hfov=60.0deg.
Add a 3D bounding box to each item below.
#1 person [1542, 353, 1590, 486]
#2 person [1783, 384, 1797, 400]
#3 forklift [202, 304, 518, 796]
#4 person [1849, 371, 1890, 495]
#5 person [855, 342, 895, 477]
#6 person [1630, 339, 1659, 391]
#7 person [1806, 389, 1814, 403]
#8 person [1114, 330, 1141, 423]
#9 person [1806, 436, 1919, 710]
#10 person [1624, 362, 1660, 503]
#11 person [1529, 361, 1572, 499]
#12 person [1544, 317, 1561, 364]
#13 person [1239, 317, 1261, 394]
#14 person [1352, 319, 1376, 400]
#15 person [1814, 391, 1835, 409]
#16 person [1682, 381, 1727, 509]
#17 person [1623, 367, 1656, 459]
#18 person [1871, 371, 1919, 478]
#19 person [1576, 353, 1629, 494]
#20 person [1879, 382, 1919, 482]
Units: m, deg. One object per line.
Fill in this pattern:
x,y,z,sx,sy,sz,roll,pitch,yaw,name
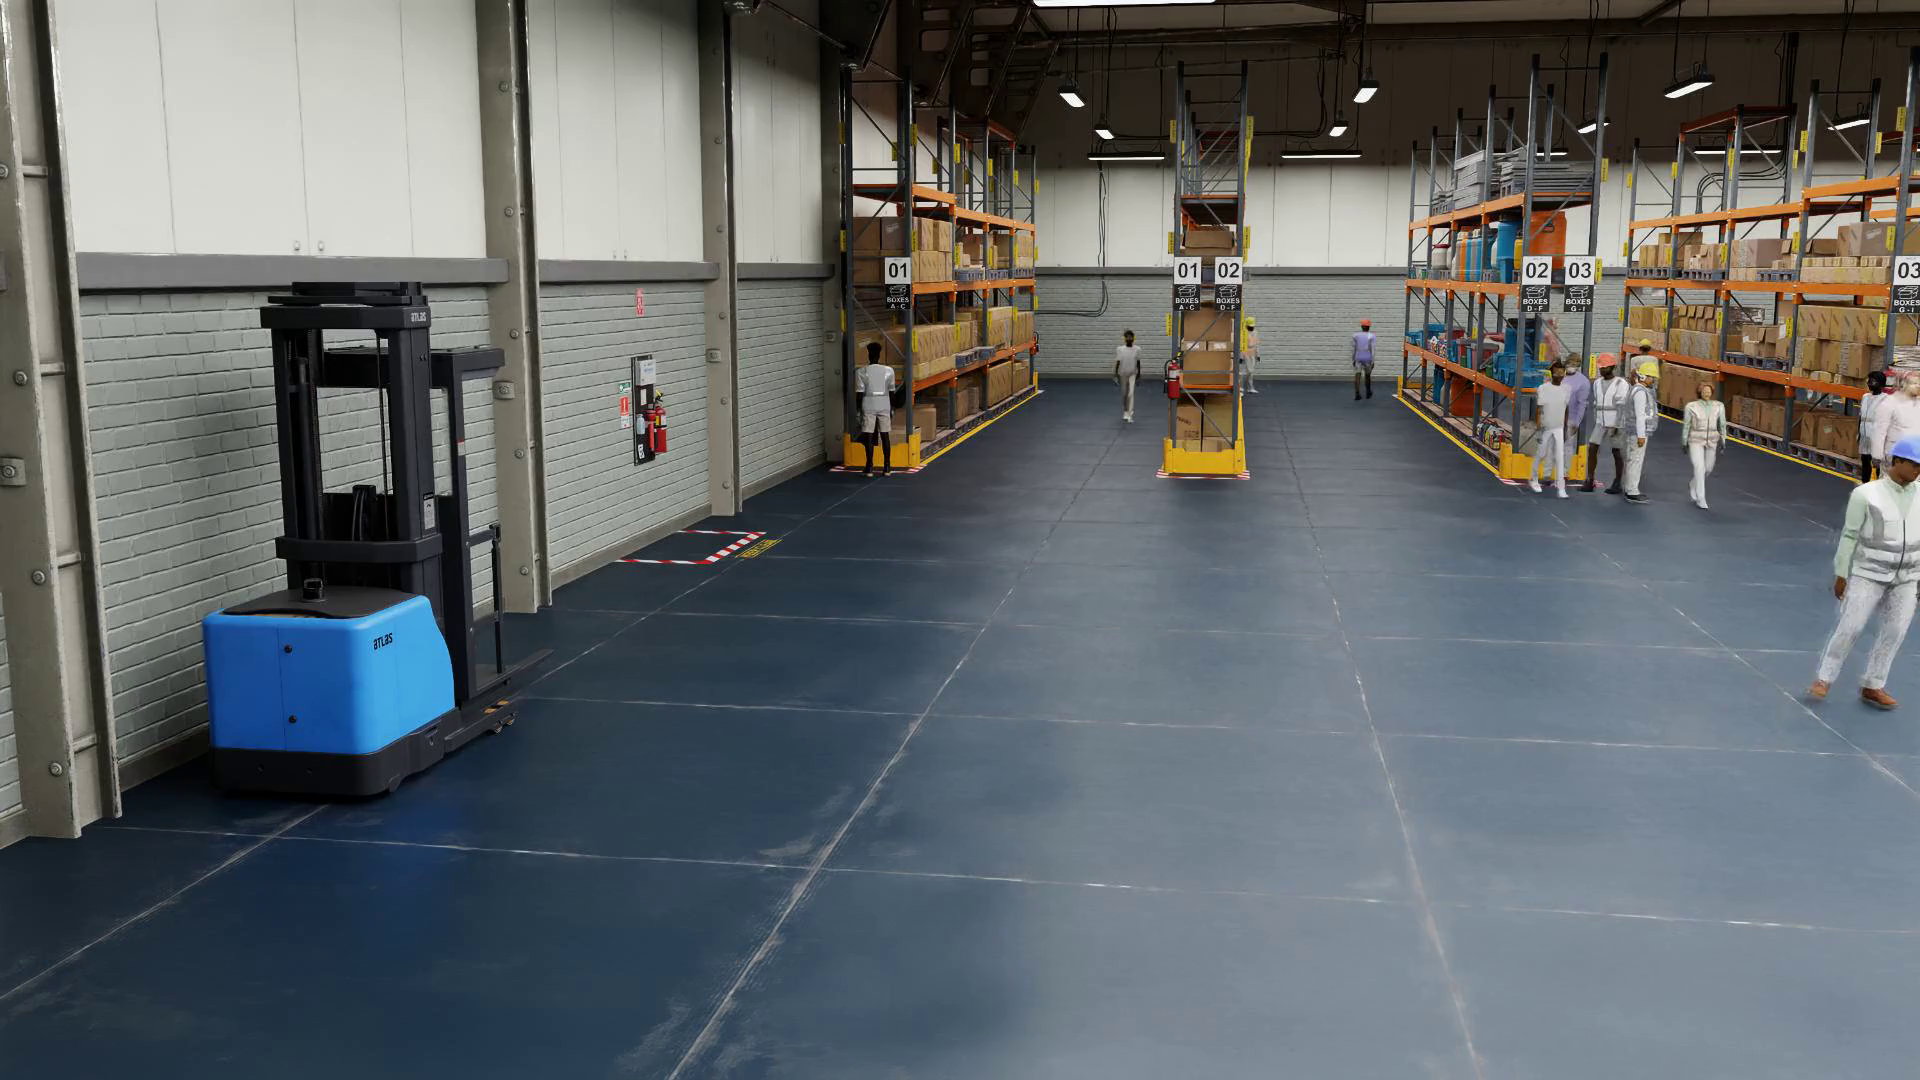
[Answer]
8.367,-1.666,23.143,0.704,1.875,0.937,7,12,37,person
18.485,-3.894,37.127,0.616,1.800,0.496,7,12,37,person
-3.673,-0.038,10.147,1.129,2.768,1.873,1,9,9,forklift
12.064,-1.385,21.965,0.318,1.695,0.540,-2,10,-14,person
-1.244,-1.920,24.430,0.600,1.967,0.368,-3,10,-17,person
12.922,-2.930,31.399,0.534,1.732,0.855,2,9,10,person
19.604,-4.092,38.204,0.638,1.846,0.891,4,10,22,person
3.372,-3.306,33.450,0.529,1.837,0.971,1,9,4,person
6.331,0.224,11.427,0.704,1.909,0.521,0,9,2,person
8.894,-1.407,21.712,0.403,1.821,0.596,3,10,18,person
7.944,-1.508,22.384,0.519,1.822,0.999,-1,9,-4,person
14.618,-4.544,40.972,1.003,1.854,0.646,4,10,21,person
7.106,-4.539,40.839,0.686,1.885,0.524,-9,13,-44,person
9.476,-4.241,39.011,0.561,1.884,0.980,5,10,28,person
18.772,-3.796,36.089,0.627,1.940,0.371,1,9,6,person
9.519,-1.242,21.356,0.519,1.610,0.758,0,9,2,person
9.964,-1.753,24.503,0.506,1.604,0.666,2,9,14,person
10.947,-1.016,19.209,0.650,1.848,1.034,-4,10,-22,person
8.687,-1.560,22.418,0.831,1.902,0.567,-6,11,-33,person
11.990,-1.206,21.138,0.513,1.601,0.834,-1,9,-8,person
